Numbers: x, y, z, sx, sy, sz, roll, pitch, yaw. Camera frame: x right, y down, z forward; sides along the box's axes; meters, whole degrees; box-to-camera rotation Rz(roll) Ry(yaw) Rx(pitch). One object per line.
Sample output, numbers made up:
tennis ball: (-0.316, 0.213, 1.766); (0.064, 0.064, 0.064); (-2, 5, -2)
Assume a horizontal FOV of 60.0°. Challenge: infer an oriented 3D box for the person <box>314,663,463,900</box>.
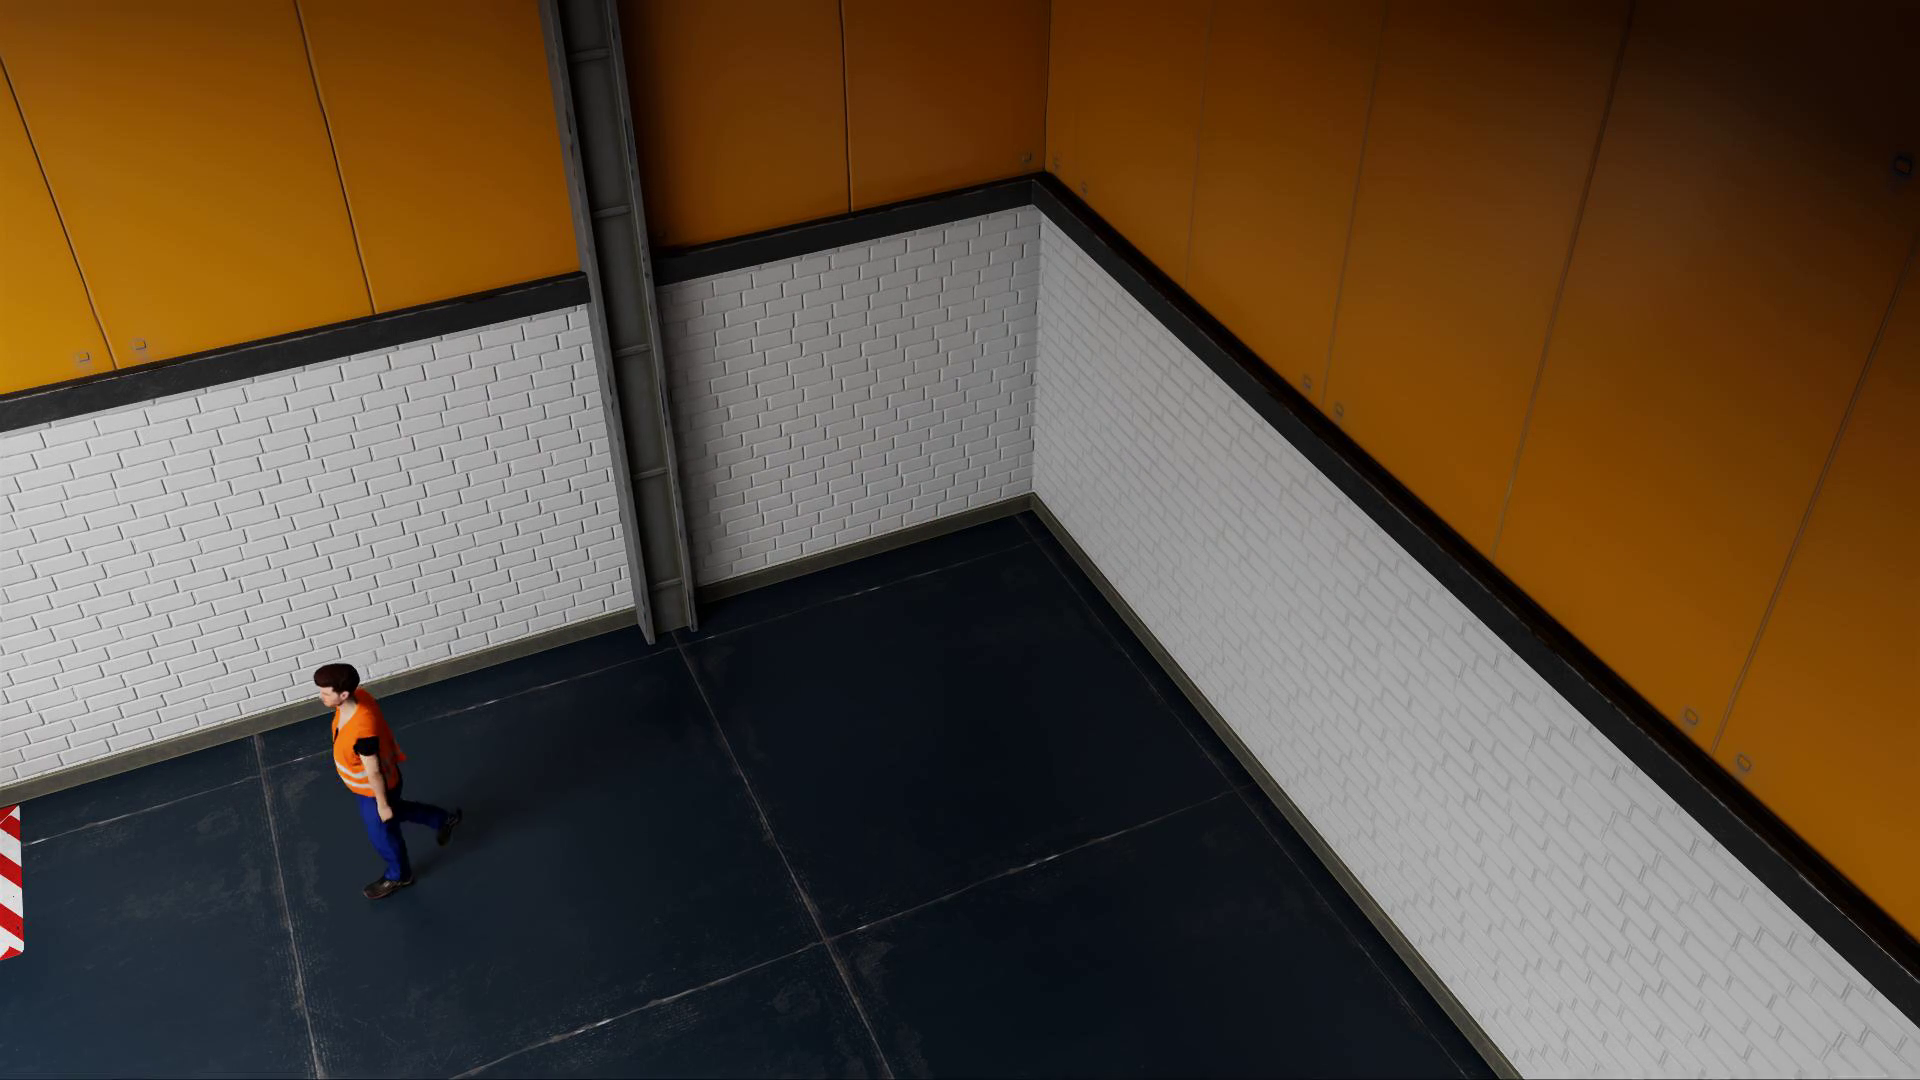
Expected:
person: (-3.497, 1.426, 10.178); (0.973, 1.874, 0.725); (-21, 43, -24)
